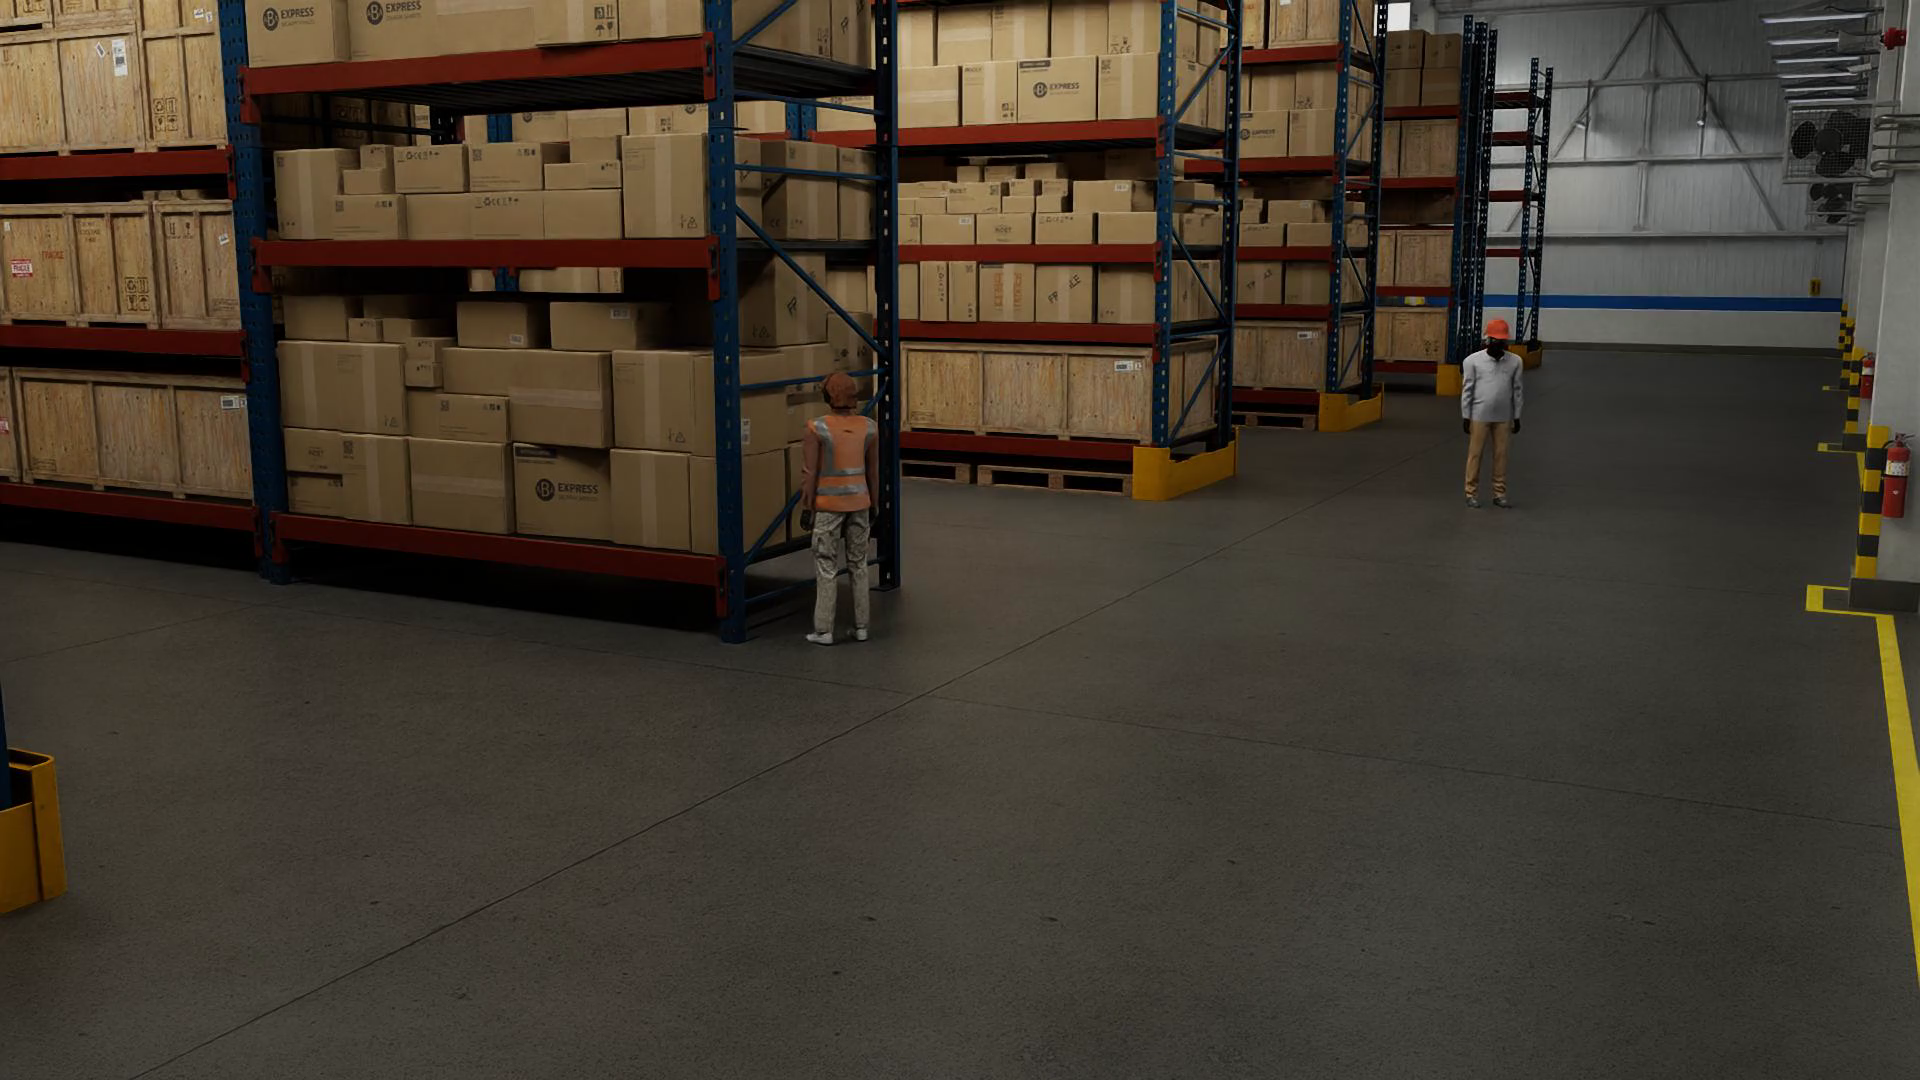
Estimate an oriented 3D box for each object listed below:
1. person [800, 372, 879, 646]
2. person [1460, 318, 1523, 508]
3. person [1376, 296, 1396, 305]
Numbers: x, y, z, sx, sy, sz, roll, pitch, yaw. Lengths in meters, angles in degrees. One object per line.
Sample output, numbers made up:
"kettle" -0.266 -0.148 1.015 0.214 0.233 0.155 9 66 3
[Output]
"person" -0.707 -0.182 9.917 0.525 1.632 0.314 -6 12 -33
"person" 4.865 -1.152 15.199 0.568 1.744 0.351 0 10 -2
"person" 10.093 -5.346 39.607 0.505 1.694 0.893 -3 10 -17
